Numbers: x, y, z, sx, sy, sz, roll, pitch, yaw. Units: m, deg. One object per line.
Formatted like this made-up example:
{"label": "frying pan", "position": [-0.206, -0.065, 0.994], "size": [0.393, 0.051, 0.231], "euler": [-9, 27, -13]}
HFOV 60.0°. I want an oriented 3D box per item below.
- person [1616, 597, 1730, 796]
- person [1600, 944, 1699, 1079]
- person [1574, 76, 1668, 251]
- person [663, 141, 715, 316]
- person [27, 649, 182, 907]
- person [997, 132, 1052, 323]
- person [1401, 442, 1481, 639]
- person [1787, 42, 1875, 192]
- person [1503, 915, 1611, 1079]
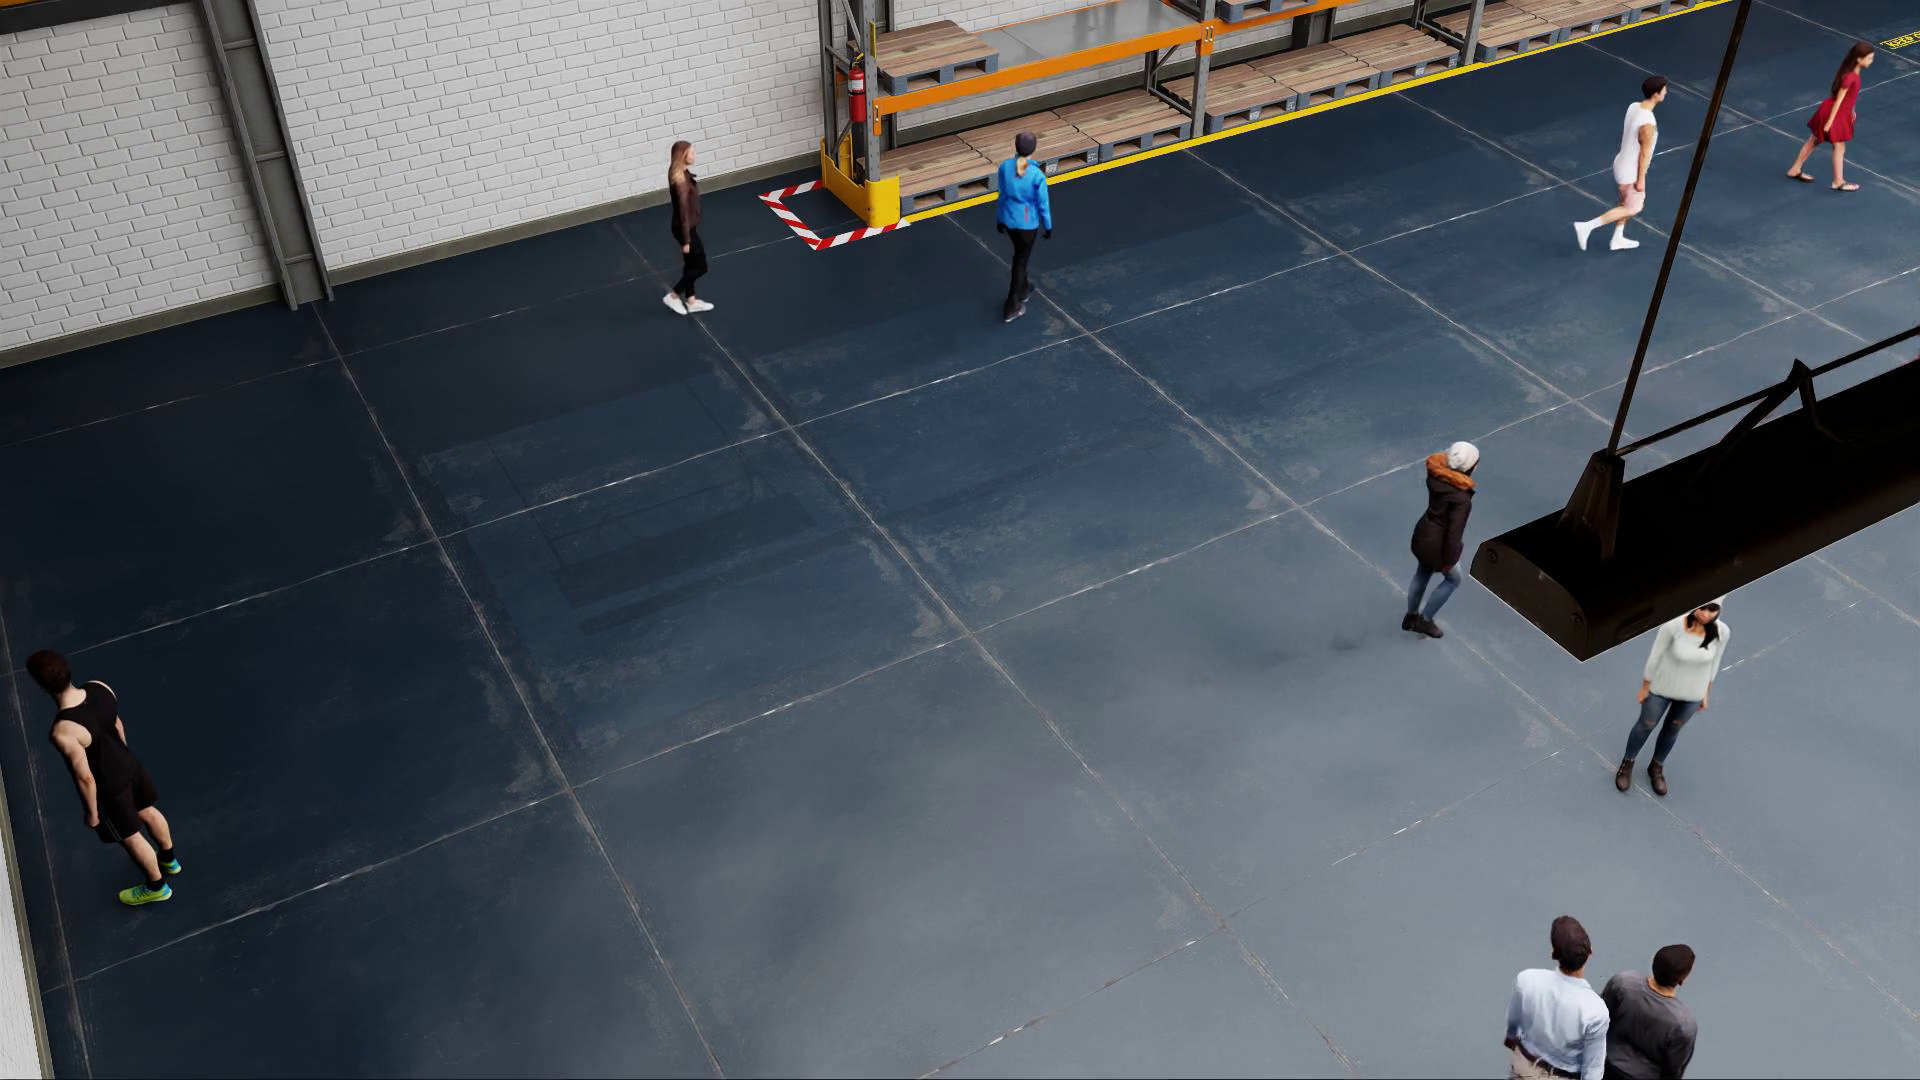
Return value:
{"label": "person", "position": [4.436, 0.907, 10.313], "size": [0.622, 1.645, 0.705], "euler": [5, 39, 6]}
{"label": "person", "position": [3.286, 2.566, 8.143], "size": [0.609, 1.761, 0.668], "euler": [-30, 47, -32]}
{"label": "person", "position": [6.282, -3.518, 15.752], "size": [1.053, 1.771, 0.936], "euler": [2, 39, 2]}
{"label": "person", "position": [-2.524, -2.760, 14.866], "size": [0.767, 1.694, 0.701], "euler": [-9, 39, -11]}
{"label": "person", "position": [-4.889, 1.360, 9.548], "size": [0.772, 1.892, 0.764], "euler": [2, 39, 2]}
{"label": "person", "position": [0.494, -2.747, 14.785], "size": [0.828, 1.775, 0.963], "euler": [24, 44, 27]}
{"label": "person", "position": [3.229, 0.006, 11.456], "size": [0.667, 1.626, 0.684], "euler": [-9, 40, -11]}
{"label": "person", "position": [8.860, -4.357, 17.004], "size": [0.920, 1.522, 0.937], "euler": [16, 41, 19]}
{"label": "person", "position": [2.852, 2.621, 8.042], "size": [0.795, 1.801, 0.800], "euler": [-30, 47, -32]}
